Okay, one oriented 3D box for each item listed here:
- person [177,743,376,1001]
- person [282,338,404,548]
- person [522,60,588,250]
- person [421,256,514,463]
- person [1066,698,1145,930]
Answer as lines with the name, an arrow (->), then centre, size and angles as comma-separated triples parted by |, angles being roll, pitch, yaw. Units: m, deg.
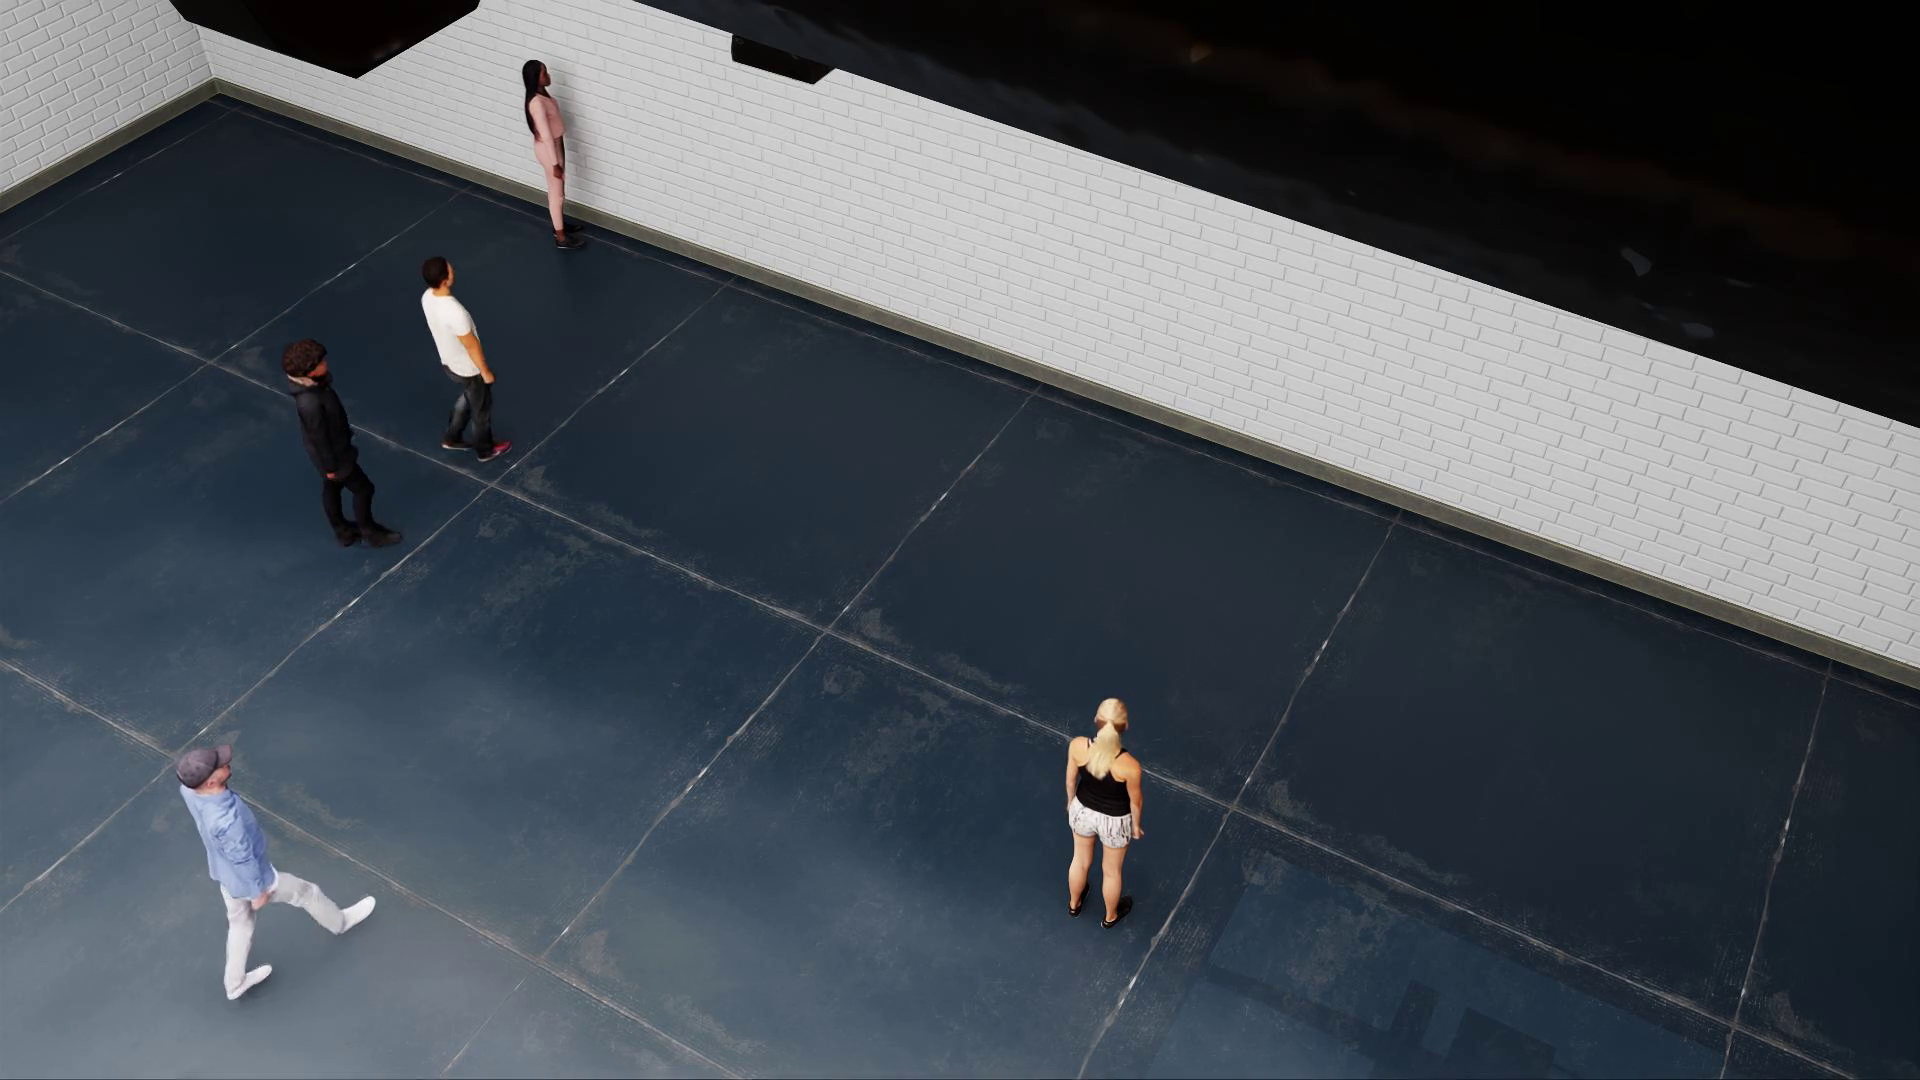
person -> -3.858, 1.782, 8.812 | 0.787, 1.848, 1.183 | 30, 51, 28
person -> -4.388, -0.601, 11.374 | 0.822, 1.763, 0.770 | -20, 47, -20
person -> -3.507, -3.307, 14.246 | 0.755, 1.721, 0.683 | -8, 44, -8
person -> -3.665, -1.246, 12.039 | 0.834, 1.792, 0.773 | -32, 52, -29
person -> 0.779, 1.502, 9.107 | 0.601, 1.845, 0.531 | 20, 47, 19
